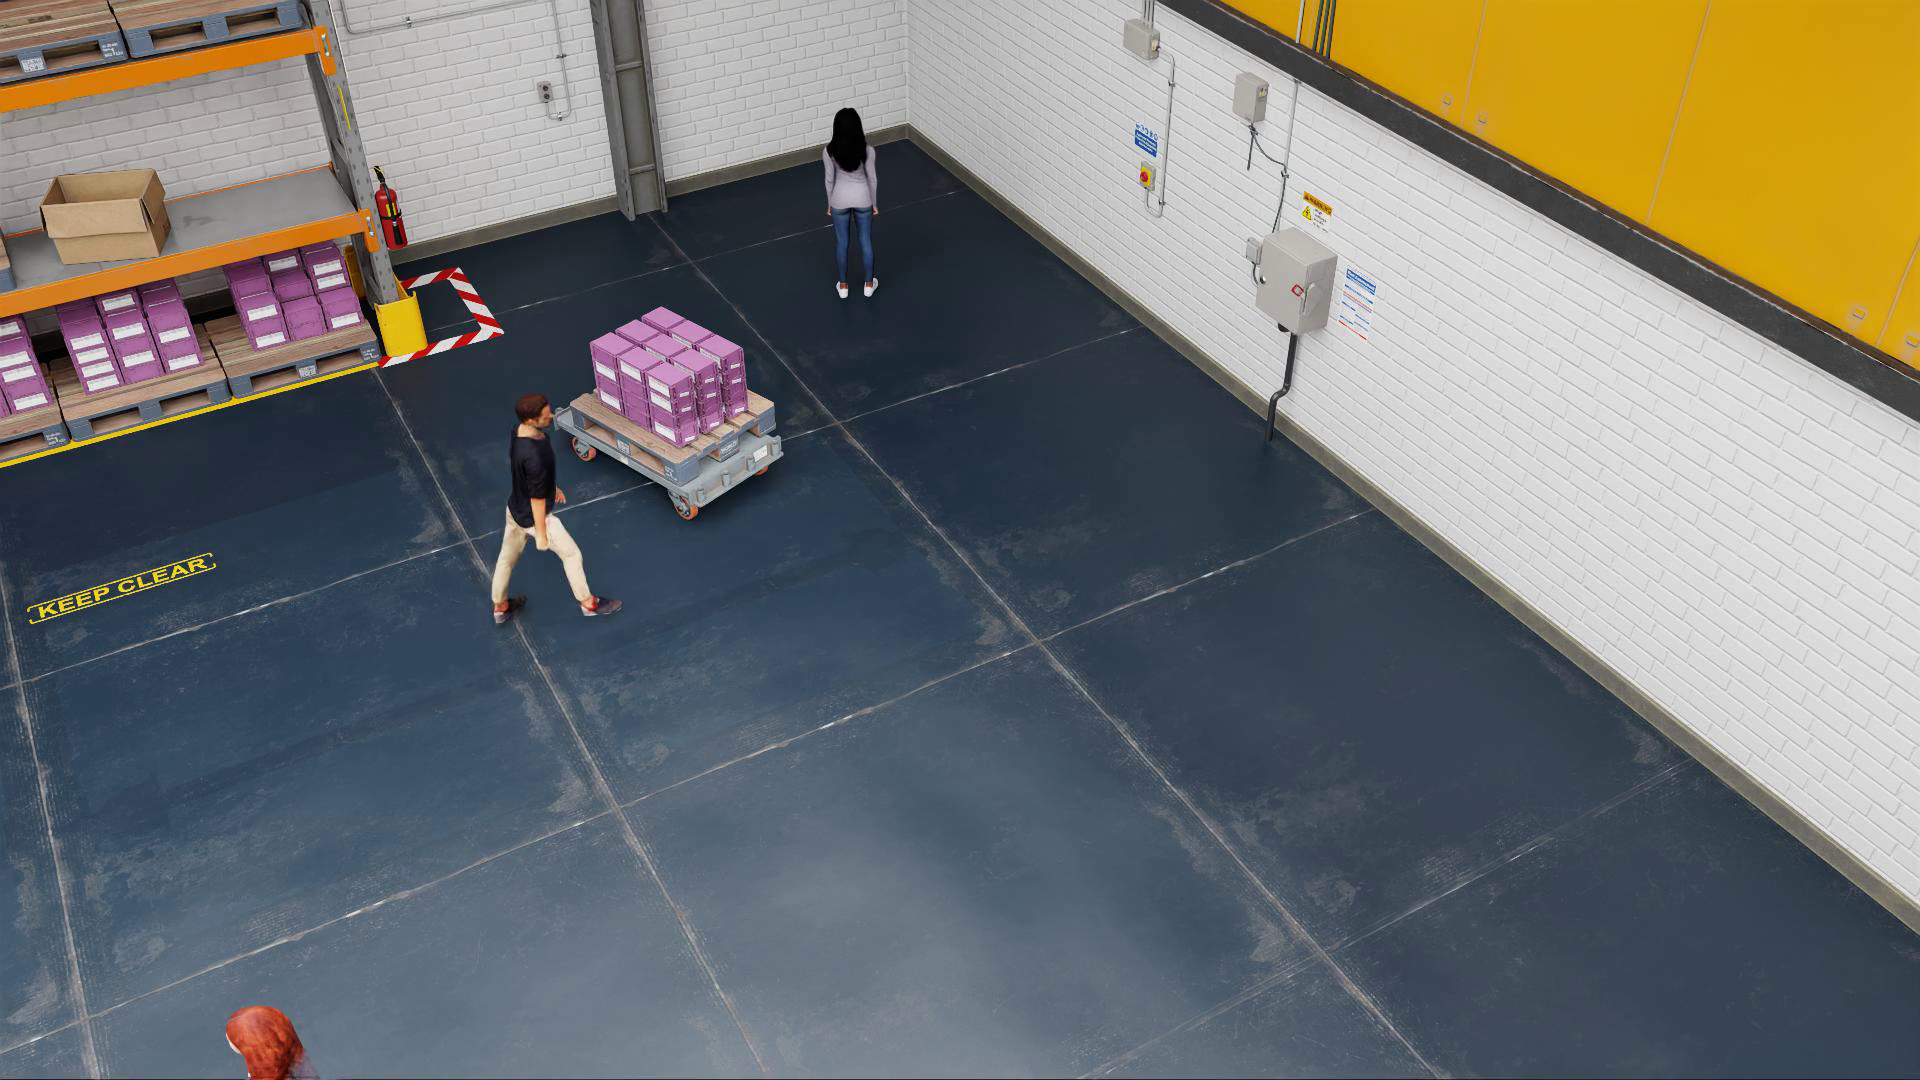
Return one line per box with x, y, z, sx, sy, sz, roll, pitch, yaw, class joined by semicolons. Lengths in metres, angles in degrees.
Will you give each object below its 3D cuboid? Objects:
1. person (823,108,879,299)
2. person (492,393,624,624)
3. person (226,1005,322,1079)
-0.931;-2.890;14.309;0.619;1.736;0.743;-2;39;-2;person
-2.855;-0.147;10.834;1.030;1.786;0.685;-23;44;-26;person
-2.818;2.665;7.348;1.057;1.743;0.935;4;39;5;person
